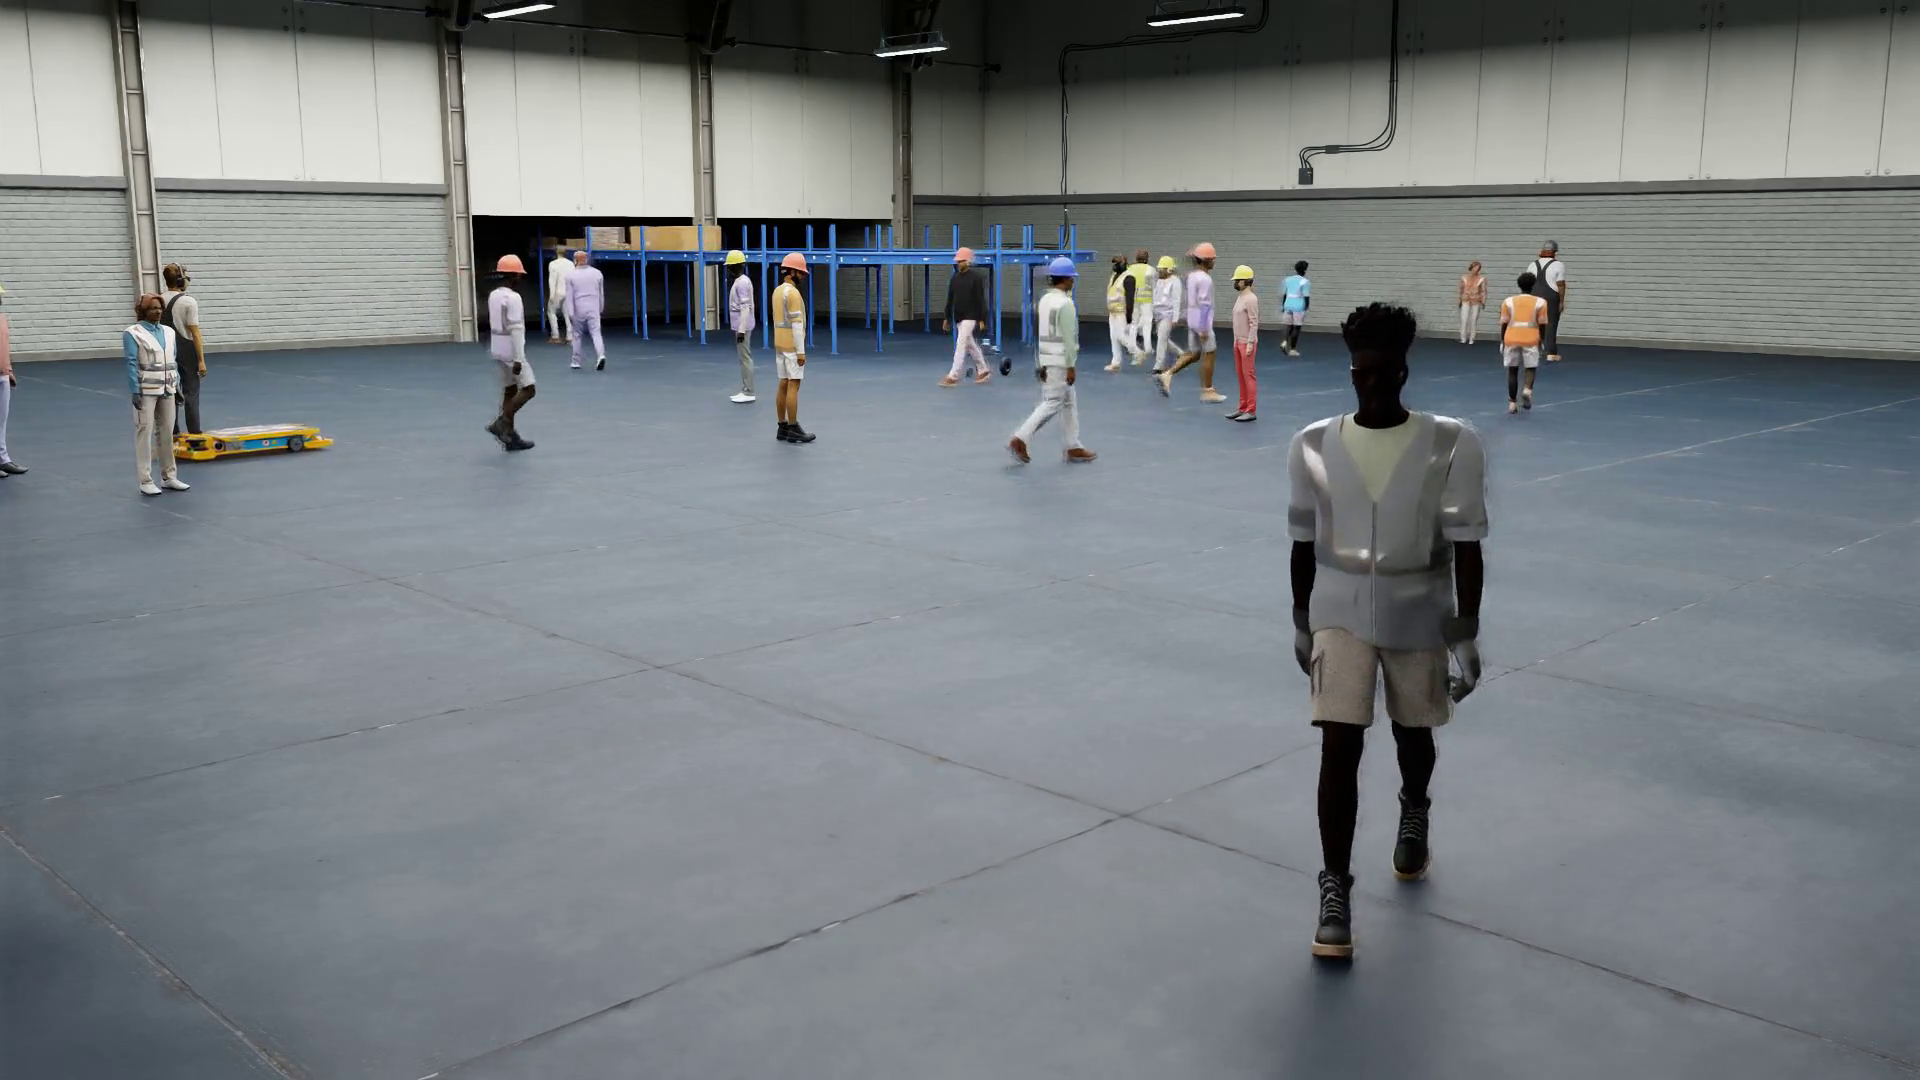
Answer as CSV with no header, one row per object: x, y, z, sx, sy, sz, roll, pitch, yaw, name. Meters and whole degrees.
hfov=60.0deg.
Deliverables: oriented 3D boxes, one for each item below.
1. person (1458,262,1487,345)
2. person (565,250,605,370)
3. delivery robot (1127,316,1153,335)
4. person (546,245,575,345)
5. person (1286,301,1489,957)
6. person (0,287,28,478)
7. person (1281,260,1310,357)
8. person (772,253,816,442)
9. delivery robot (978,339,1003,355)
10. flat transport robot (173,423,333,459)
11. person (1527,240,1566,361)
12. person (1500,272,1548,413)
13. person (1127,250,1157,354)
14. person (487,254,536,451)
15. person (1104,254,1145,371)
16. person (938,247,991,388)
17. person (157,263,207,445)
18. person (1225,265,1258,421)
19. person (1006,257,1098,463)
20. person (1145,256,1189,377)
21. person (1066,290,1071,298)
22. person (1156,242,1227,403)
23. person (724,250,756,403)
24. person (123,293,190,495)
9.870,-4.557,32.068,0.534,1.599,0.770,4,11,20,person
-5.929,-3.642,26.338,0.647,1.876,0.888,-5,12,-26,person
3.664,-4.425,34.073,0.477,0.478,0.707,-4,11,-18,delivery robot
-7.788,-4.738,32.191,0.682,1.919,0.665,7,12,34,person
1.318,0.223,5.158,0.625,1.930,0.984,4,11,21,person
-8.504,-1.444,14.648,0.318,1.769,0.522,0,10,1,person
5.856,-4.027,28.958,0.358,1.677,0.570,-8,13,-38,person
-1.726,-1.990,17.188,0.373,1.928,0.543,-6,12,-28,person
0.400,-2.931,25.216,0.335,0.223,0.698,6,12,30,delivery robot
-6.981,-0.978,16.307,0.652,0.197,1.431,8,13,39,flat transport robot
10.006,-4.064,28.306,0.536,2.000,0.688,-9,14,-41,person
6.684,-2.339,19.769,0.543,1.684,0.471,4,11,21,person
3.256,-4.261,29.806,0.633,1.842,0.429,5,12,25,person
-4.440,-1.840,16.383,0.462,1.921,0.558,-10,14,-43,person
2.551,-3.558,26.040,0.523,1.829,0.625,-4,11,-20,person
0.087,-3.164,23.567,1.043,1.948,0.632,-9,14,-40,person
-7.503,-1.736,16.025,0.514,1.844,0.328,3,11,14,person
3.238,-2.251,19.055,0.320,1.767,0.534,-2,11,-9,person
0.852,-1.662,15.439,0.904,1.919,0.620,-3,11,-17,person
3.162,-3.387,25.136,0.760,1.807,0.603,-4,11,-20,person
2.420,-5.666,38.157,0.521,1.588,0.851,-4,11,-22,person
2.957,-2.741,21.030,0.852,2.025,0.604,-2,11,-12,person
-2.792,-2.713,21.142,0.383,1.923,0.590,-1,10,-7,person
-6.625,-1.206,13.694,0.310,1.642,0.514,4,11,20,person
